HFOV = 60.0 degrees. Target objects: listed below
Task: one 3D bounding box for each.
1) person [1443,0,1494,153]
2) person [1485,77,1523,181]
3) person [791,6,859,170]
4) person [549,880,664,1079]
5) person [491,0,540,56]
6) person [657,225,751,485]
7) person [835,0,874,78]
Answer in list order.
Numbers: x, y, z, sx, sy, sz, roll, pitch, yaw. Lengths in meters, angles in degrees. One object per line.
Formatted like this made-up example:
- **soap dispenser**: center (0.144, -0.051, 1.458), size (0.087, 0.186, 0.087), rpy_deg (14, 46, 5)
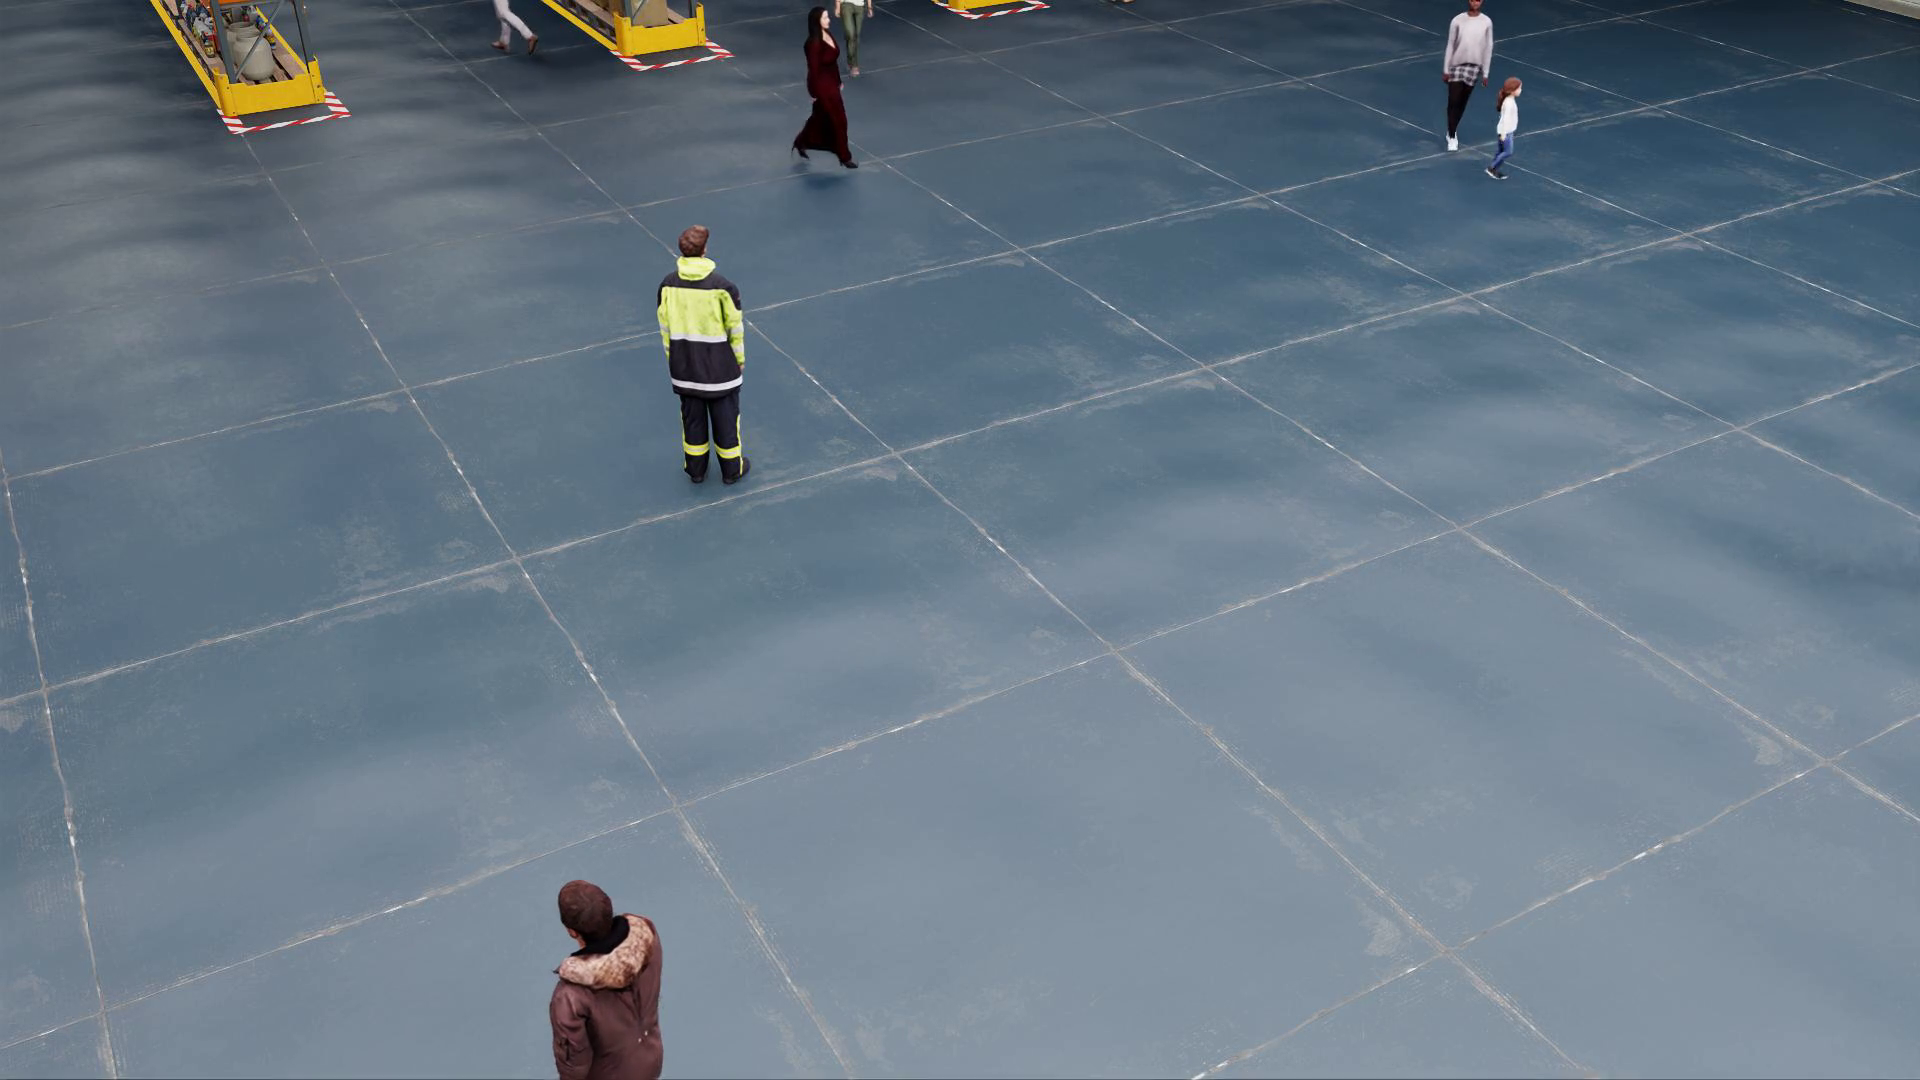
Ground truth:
- **person**: center (5.606, -5.259, 18.510), size (0.945, 1.752, 1.074), rpy_deg (1, 32, 2)
- **person**: center (5.768, -4.387, 17.733), size (0.598, 1.105, 0.544), rpy_deg (13, 34, 19)
- **person**: center (-1.543, -4.860, 17.904), size (1.082, 1.724, 1.074), rpy_deg (4, 32, 6)
- **person**: center (-1.395, 2.105, 6.750), size (0.884, 1.844, 0.871), rpy_deg (15, 35, 22)
- **person**: center (-5.834, -7.185, 21.458), size (1.257, 1.864, 1.031), rpy_deg (17, 36, 25)
- **person**: center (-1.857, -1.334, 12.072), size (0.869, 1.983, 0.893), rpy_deg (4, 32, 7)
- **person**: center (-1.375, -6.718, 20.929), size (0.690, 1.639, 0.900), rpy_deg (-11, 34, -17)
